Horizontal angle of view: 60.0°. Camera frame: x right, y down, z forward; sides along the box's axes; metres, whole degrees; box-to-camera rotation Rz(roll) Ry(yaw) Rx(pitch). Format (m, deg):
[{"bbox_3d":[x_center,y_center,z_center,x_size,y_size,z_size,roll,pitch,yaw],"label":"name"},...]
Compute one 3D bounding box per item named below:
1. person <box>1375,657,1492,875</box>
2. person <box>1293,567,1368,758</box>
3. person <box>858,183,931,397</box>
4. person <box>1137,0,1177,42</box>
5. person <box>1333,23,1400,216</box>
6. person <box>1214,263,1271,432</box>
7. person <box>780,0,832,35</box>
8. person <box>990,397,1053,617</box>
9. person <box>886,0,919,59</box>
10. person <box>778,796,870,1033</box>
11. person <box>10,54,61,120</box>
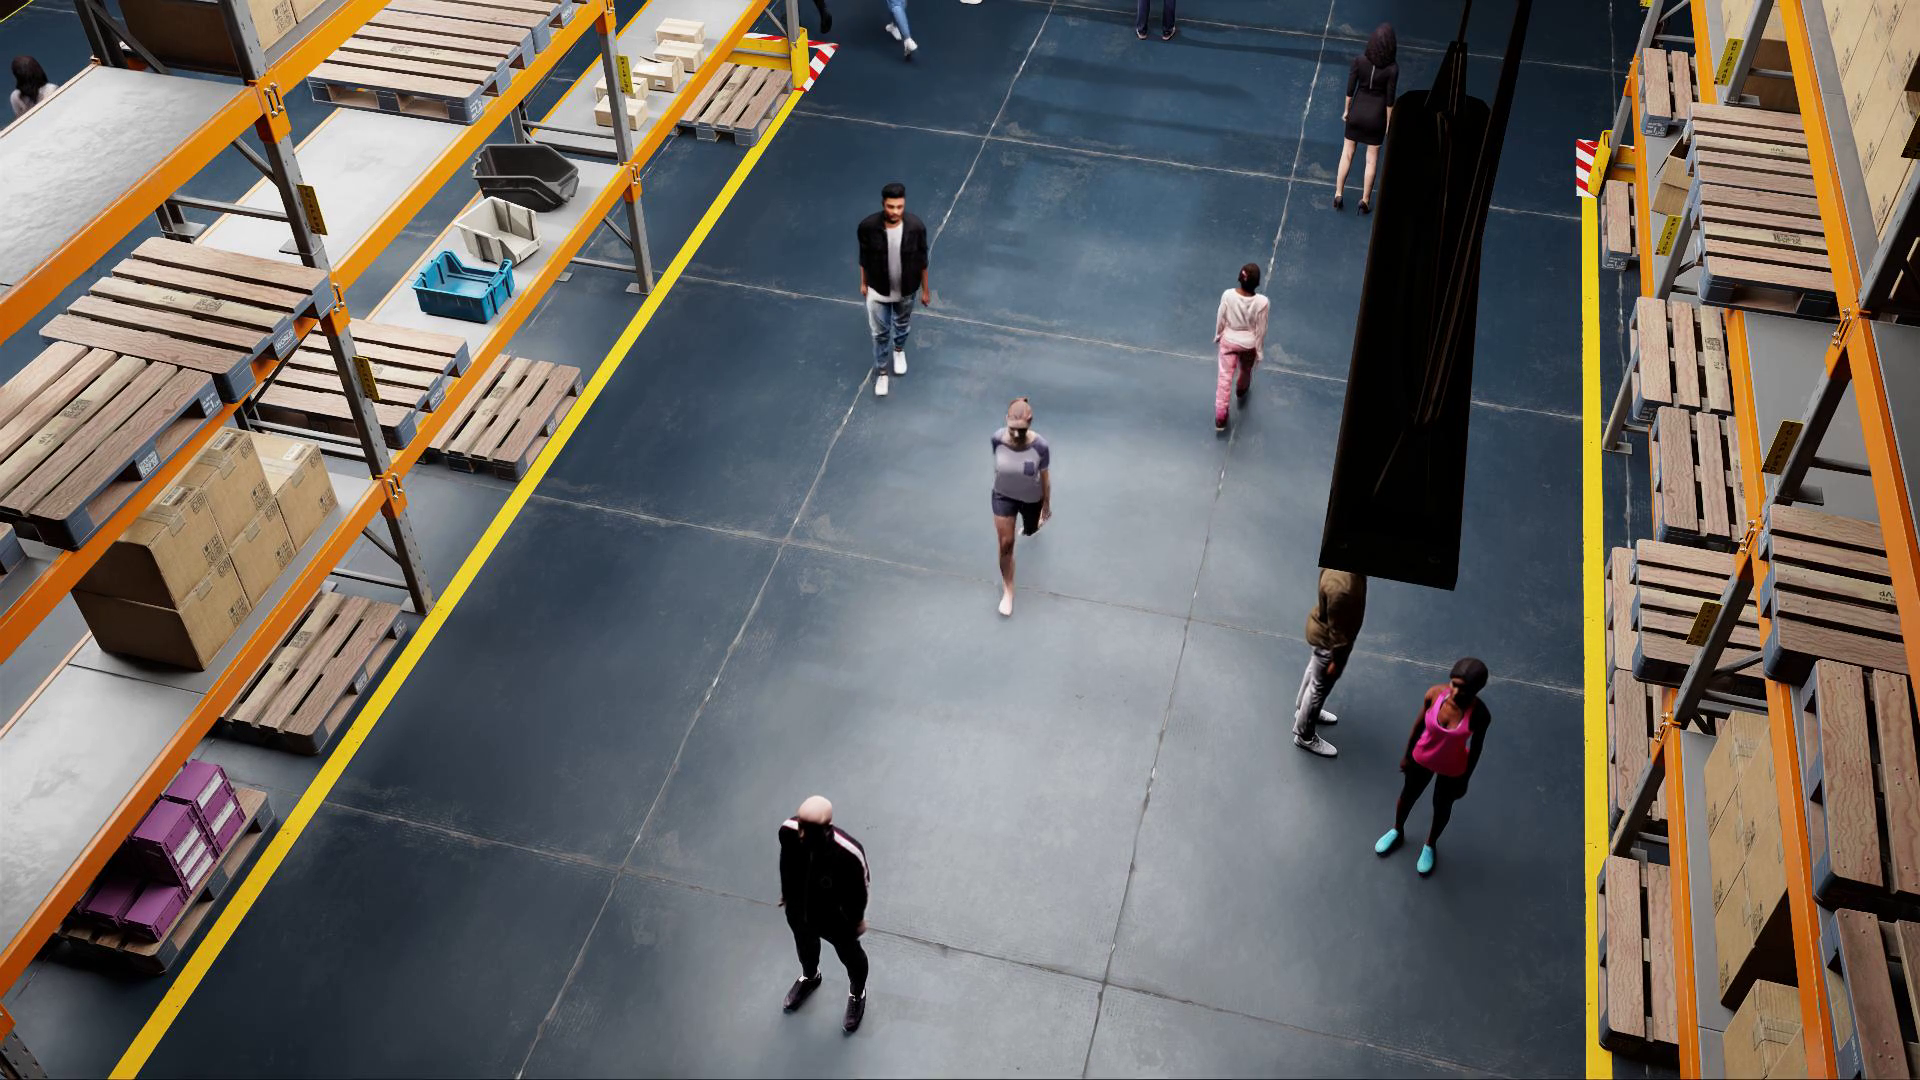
[{"bbox_3d":[2.786,1.285,9.654,0.632,1.722,0.647,25,49,24],"label":"person"},{"bbox_3d":[2.307,0.590,10.309,0.780,1.825,0.508,9,44,9],"label":"person"},{"bbox_3d":[-0.526,-2.092,13.147,0.882,1.795,1.028,-2,44,-2],"label":"person"},{"bbox_3d":[2.085,-6.135,17.351,0.701,1.850,0.586,6,44,6],"label":"person"},{"bbox_3d":[3.633,-3.746,14.873,0.635,1.807,0.565,21,47,20],"label":"person"},{"bbox_3d":[2.130,-1.482,12.785,0.592,1.409,0.968,14,45,14],"label":"person"},{"bbox_3d":[-1.667,-6.149,17.367,1.084,1.848,1.085,-30,51,-27],"label":"person"},{"bbox_3d":[0.415,-0.356,11.384,0.623,1.714,1.105,9,44,9],"label":"person"},{"bbox_3d":[-0.609,-5.864,17.114,1.127,1.782,1.206,-20,47,-20],"label":"person"},{"bbox_3d":[-0.718,1.952,8.870,0.698,1.837,0.621,17,46,17],"label":"person"},{"bbox_3d":[-8.054,-3.533,14.805,0.872,1.593,0.966,-13,45,-14],"label":"person"}]
